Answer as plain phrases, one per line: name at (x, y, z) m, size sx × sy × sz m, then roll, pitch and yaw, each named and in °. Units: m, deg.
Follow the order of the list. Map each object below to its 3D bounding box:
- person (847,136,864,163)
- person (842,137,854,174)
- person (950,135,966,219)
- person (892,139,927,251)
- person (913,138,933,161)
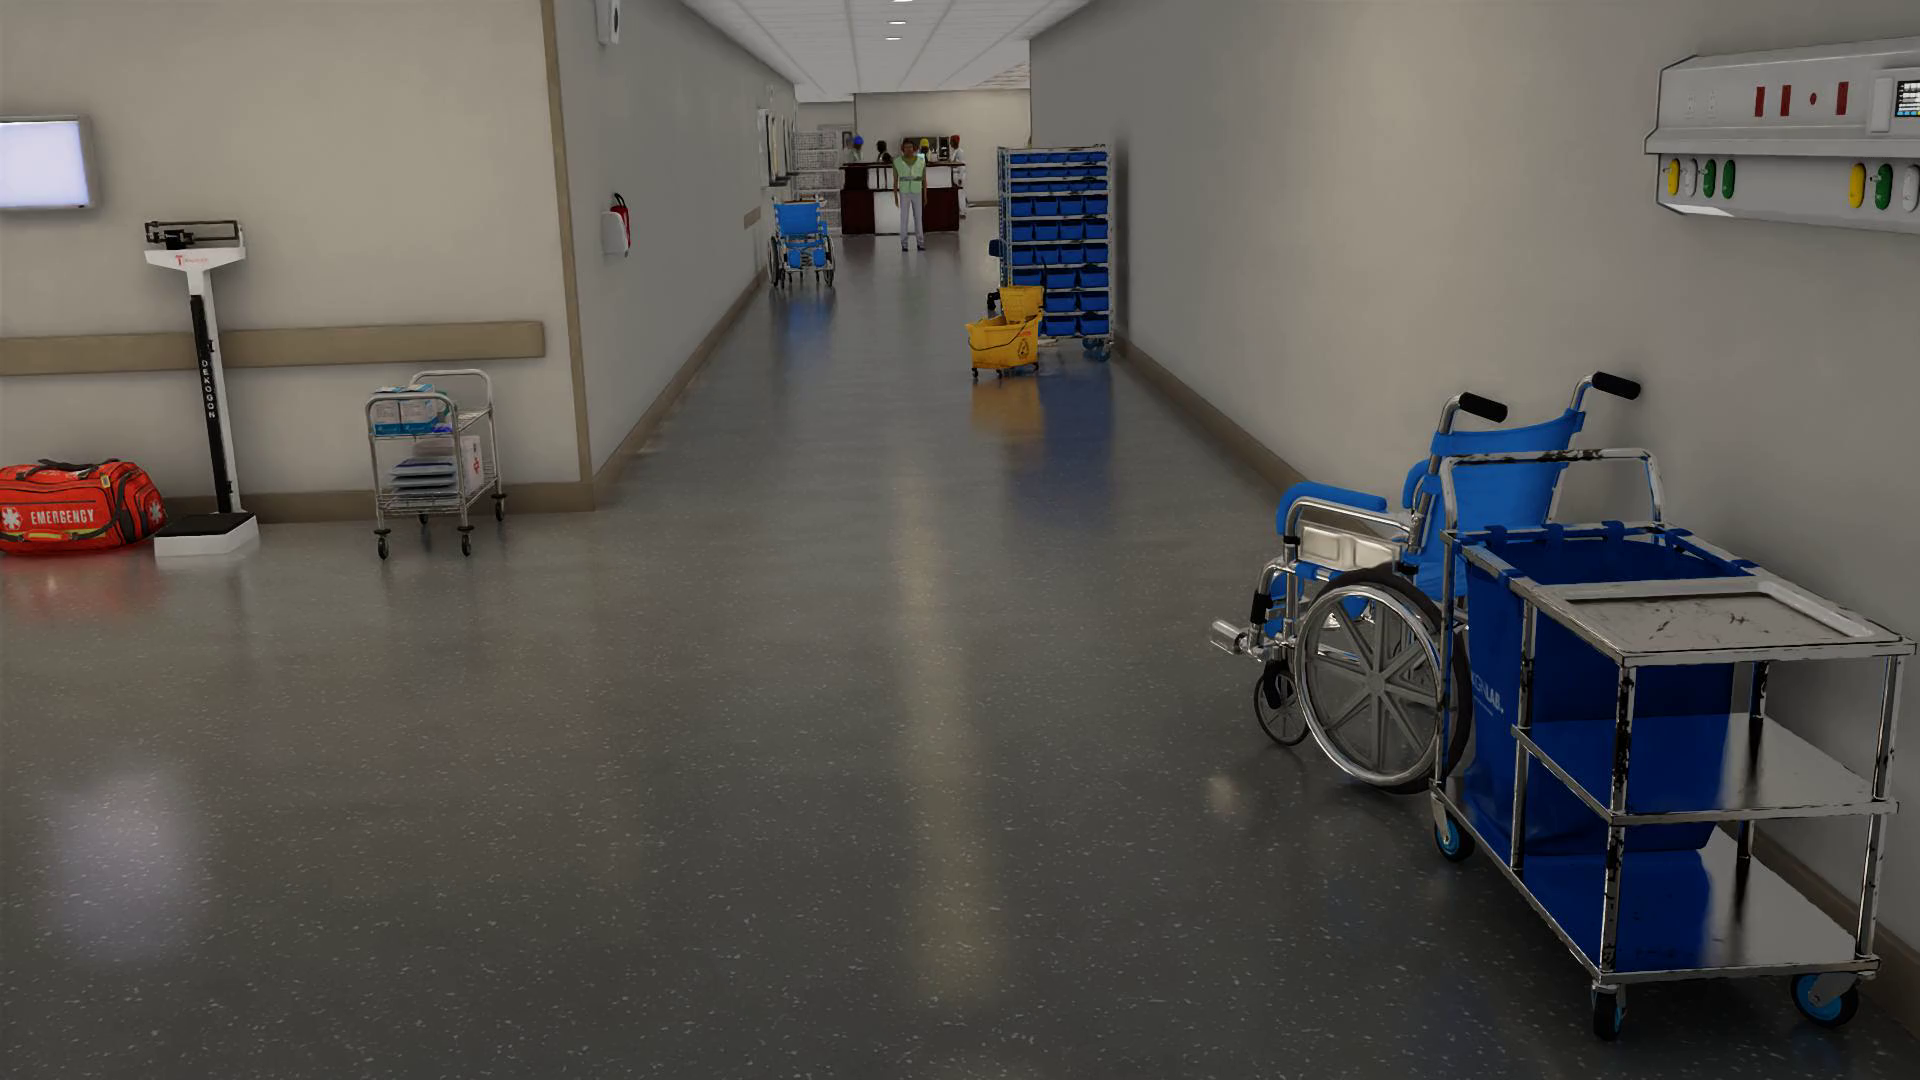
person at (-2.493, -8.959, 40.948) m, size 0.556 × 1.918 × 0.613 m, roll 9°, pitch 17°, yaw 37°
person at (-3.115, -10.503, 47.397) m, size 0.400 × 1.910 × 0.643 m, roll 0°, pitch 14°, yaw 7°
person at (-0.054, -8.210, 37.662) m, size 0.359 × 1.882 × 0.575 m, roll -5°, pitch 14°, yaw -15°
person at (-0.829, -5.736, 27.686) m, size 0.560 × 1.839 × 0.394 m, roll -4°, pitch 14°, yaw -10°
person at (-0.838, -8.659, 39.731) m, size 0.599 × 1.825 × 0.403 m, roll -2°, pitch 14°, yaw -1°
